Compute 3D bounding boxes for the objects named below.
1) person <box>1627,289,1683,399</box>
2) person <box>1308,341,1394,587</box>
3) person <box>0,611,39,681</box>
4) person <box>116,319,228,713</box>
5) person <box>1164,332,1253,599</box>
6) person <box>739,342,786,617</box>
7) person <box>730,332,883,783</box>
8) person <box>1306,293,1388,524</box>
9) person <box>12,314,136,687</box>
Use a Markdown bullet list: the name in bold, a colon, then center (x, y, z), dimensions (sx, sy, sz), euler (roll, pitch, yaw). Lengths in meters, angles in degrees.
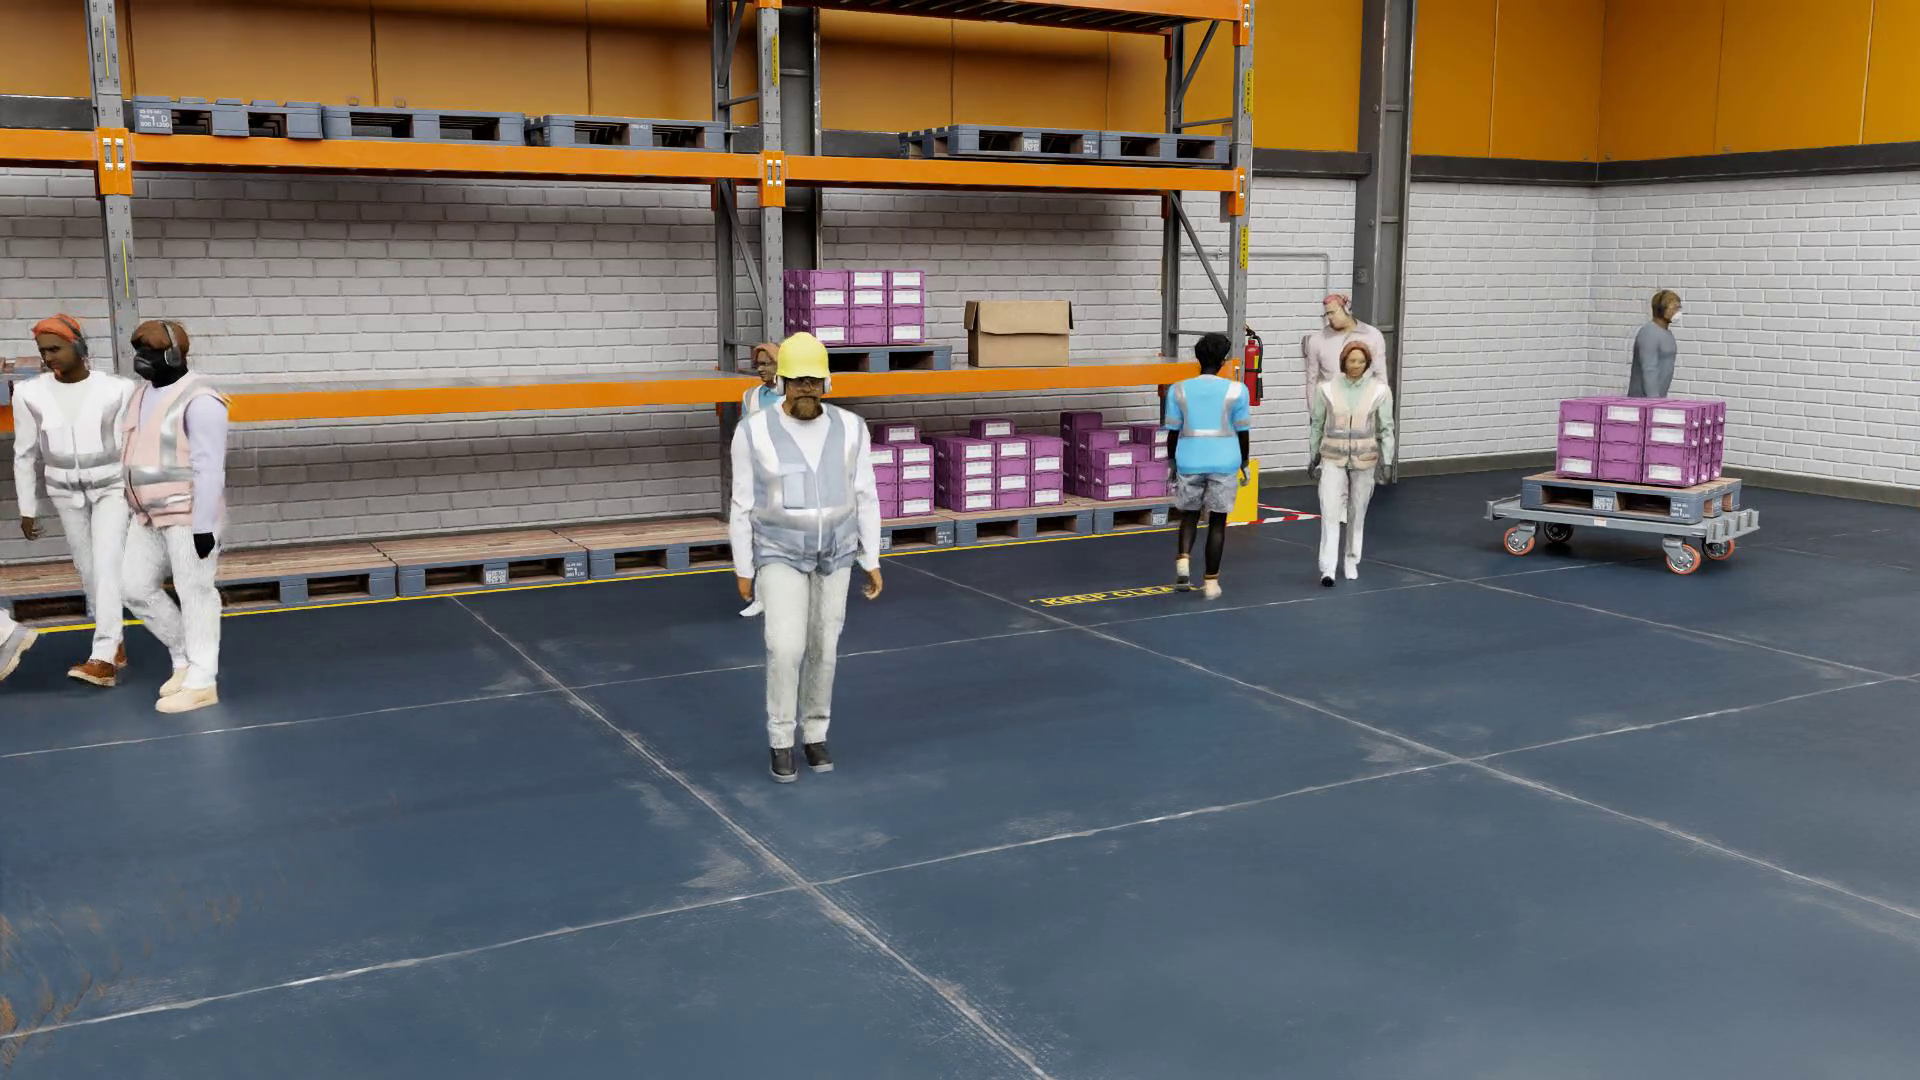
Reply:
- **person**: center (5.834, -1.131, 13.856), dimensions (1.024, 1.879, 0.656), euler (7, 12, 38)
- **person**: center (2.533, -0.483, 10.777), dimensions (0.536, 1.590, 0.861), euler (2, 10, 12)
- **person**: center (-4.894, -0.228, 8.038), dimensions (0.625, 1.980, 0.638), euler (-2, 10, -11)
- **person**: center (-3.655, -0.105, 7.749), dimensions (0.651, 1.832, 0.448), euler (6, 11, 33)
- **person**: center (1.549, -0.457, 10.383), dimensions (0.533, 1.677, 0.365), euler (4, 10, 20)
- **person**: center (-1.071, -0.339, 9.758), dimensions (0.515, 1.640, 0.315), euler (6, 11, 32)
- **person**: center (-0.598, 0.077, 6.713), dimensions (0.595, 1.814, 0.540), euler (-4, 10, -23)
- **person**: center (3.155, -1.088, 13.622), dimensions (0.660, 1.871, 0.605), euler (2, 10, 12)
- **person**: center (-4.342, -0.199, 8.286), dimensions (0.609, 1.832, 0.985), euler (-2, 9, -11)
